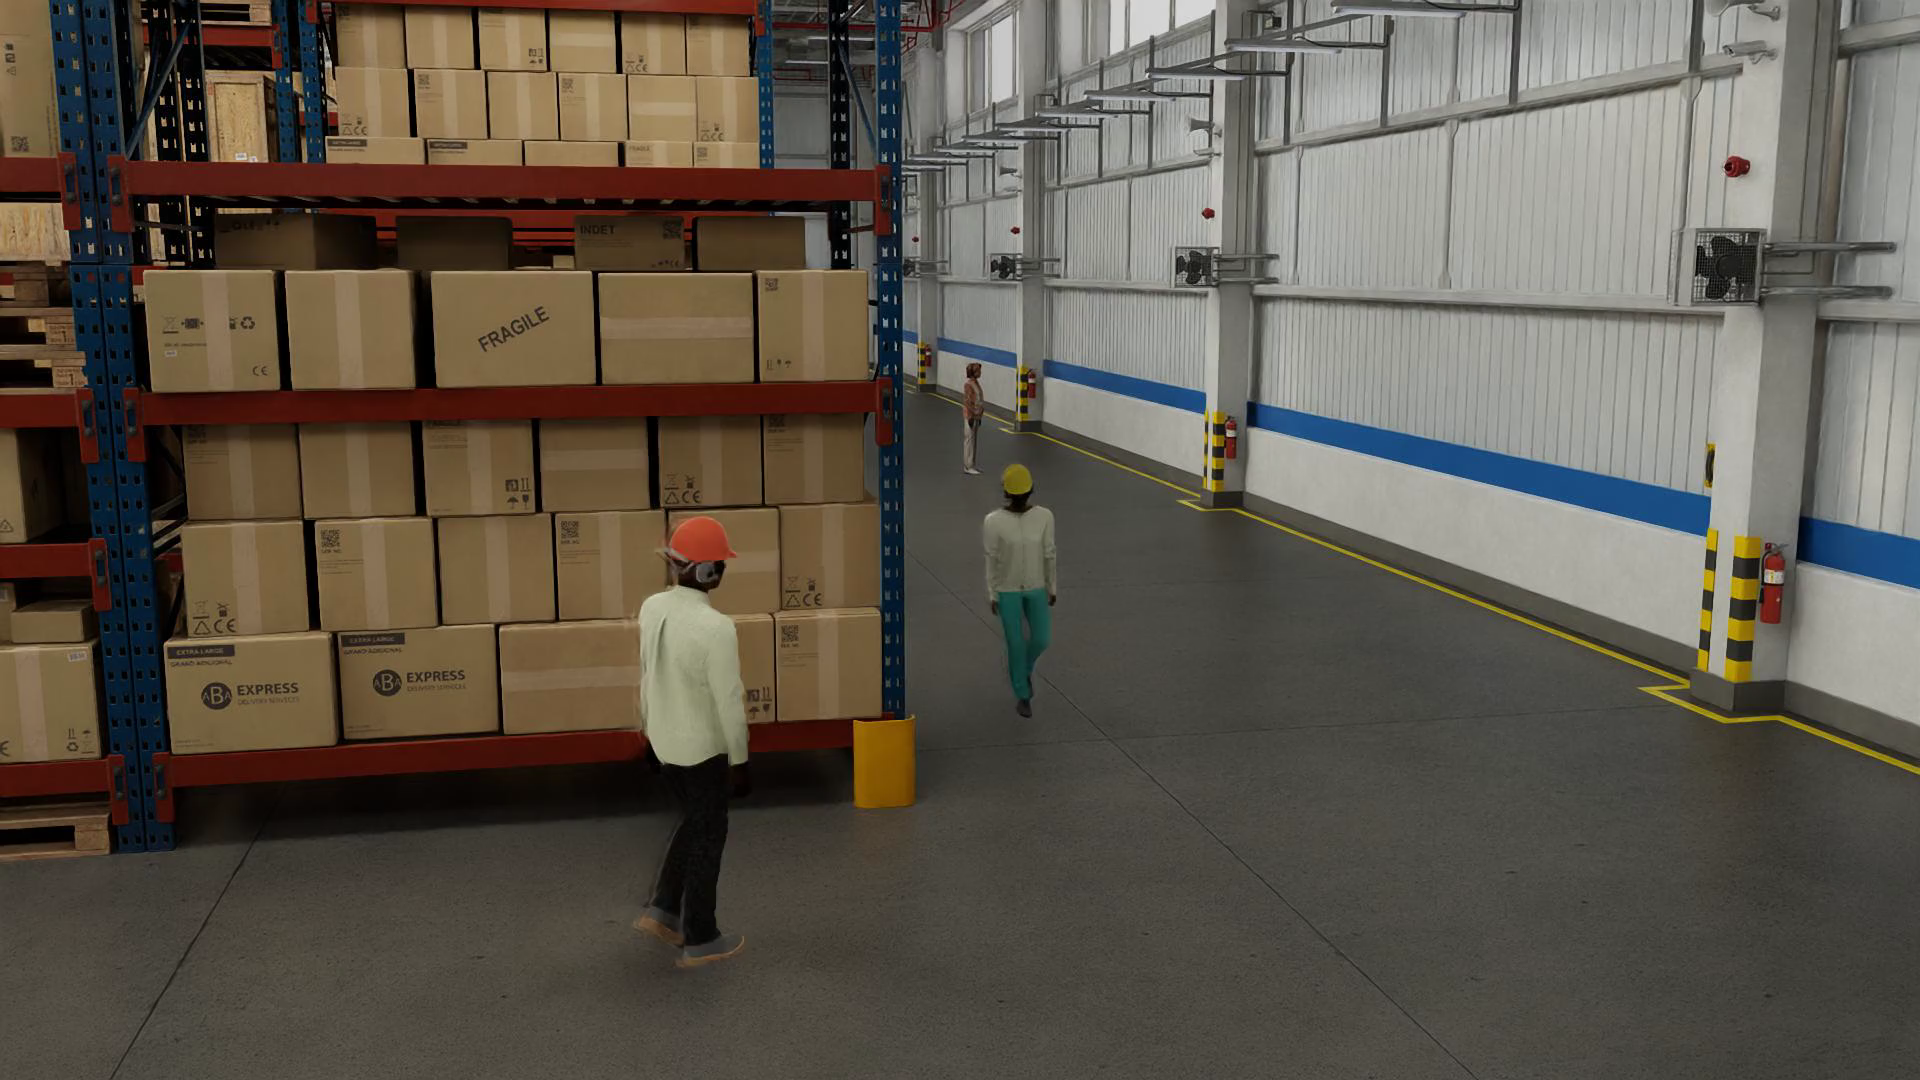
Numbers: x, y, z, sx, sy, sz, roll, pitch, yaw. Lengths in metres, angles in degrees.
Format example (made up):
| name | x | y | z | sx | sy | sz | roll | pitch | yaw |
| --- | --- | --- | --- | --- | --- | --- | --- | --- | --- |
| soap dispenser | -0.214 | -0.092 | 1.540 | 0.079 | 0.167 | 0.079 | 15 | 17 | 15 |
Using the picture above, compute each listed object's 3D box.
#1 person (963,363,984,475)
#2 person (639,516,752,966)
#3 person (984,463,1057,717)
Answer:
| name | x | y | z | sx | sy | sz | roll | pitch | yaw |
| --- | --- | --- | --- | --- | --- | --- | --- | --- | --- |
| person | 0.192 | -1.788 | 24.470 | 0.309 | 1.641 | 0.513 | 2 | 10 | 13 |
| person | -1.123 | 0.875 | 7.210 | 0.440 | 1.974 | 0.643 | -9 | 13 | -42 |
| person | 0.403 | 0.331 | 11.268 | 0.534 | 1.739 | 0.471 | -3 | 10 | -17 |
